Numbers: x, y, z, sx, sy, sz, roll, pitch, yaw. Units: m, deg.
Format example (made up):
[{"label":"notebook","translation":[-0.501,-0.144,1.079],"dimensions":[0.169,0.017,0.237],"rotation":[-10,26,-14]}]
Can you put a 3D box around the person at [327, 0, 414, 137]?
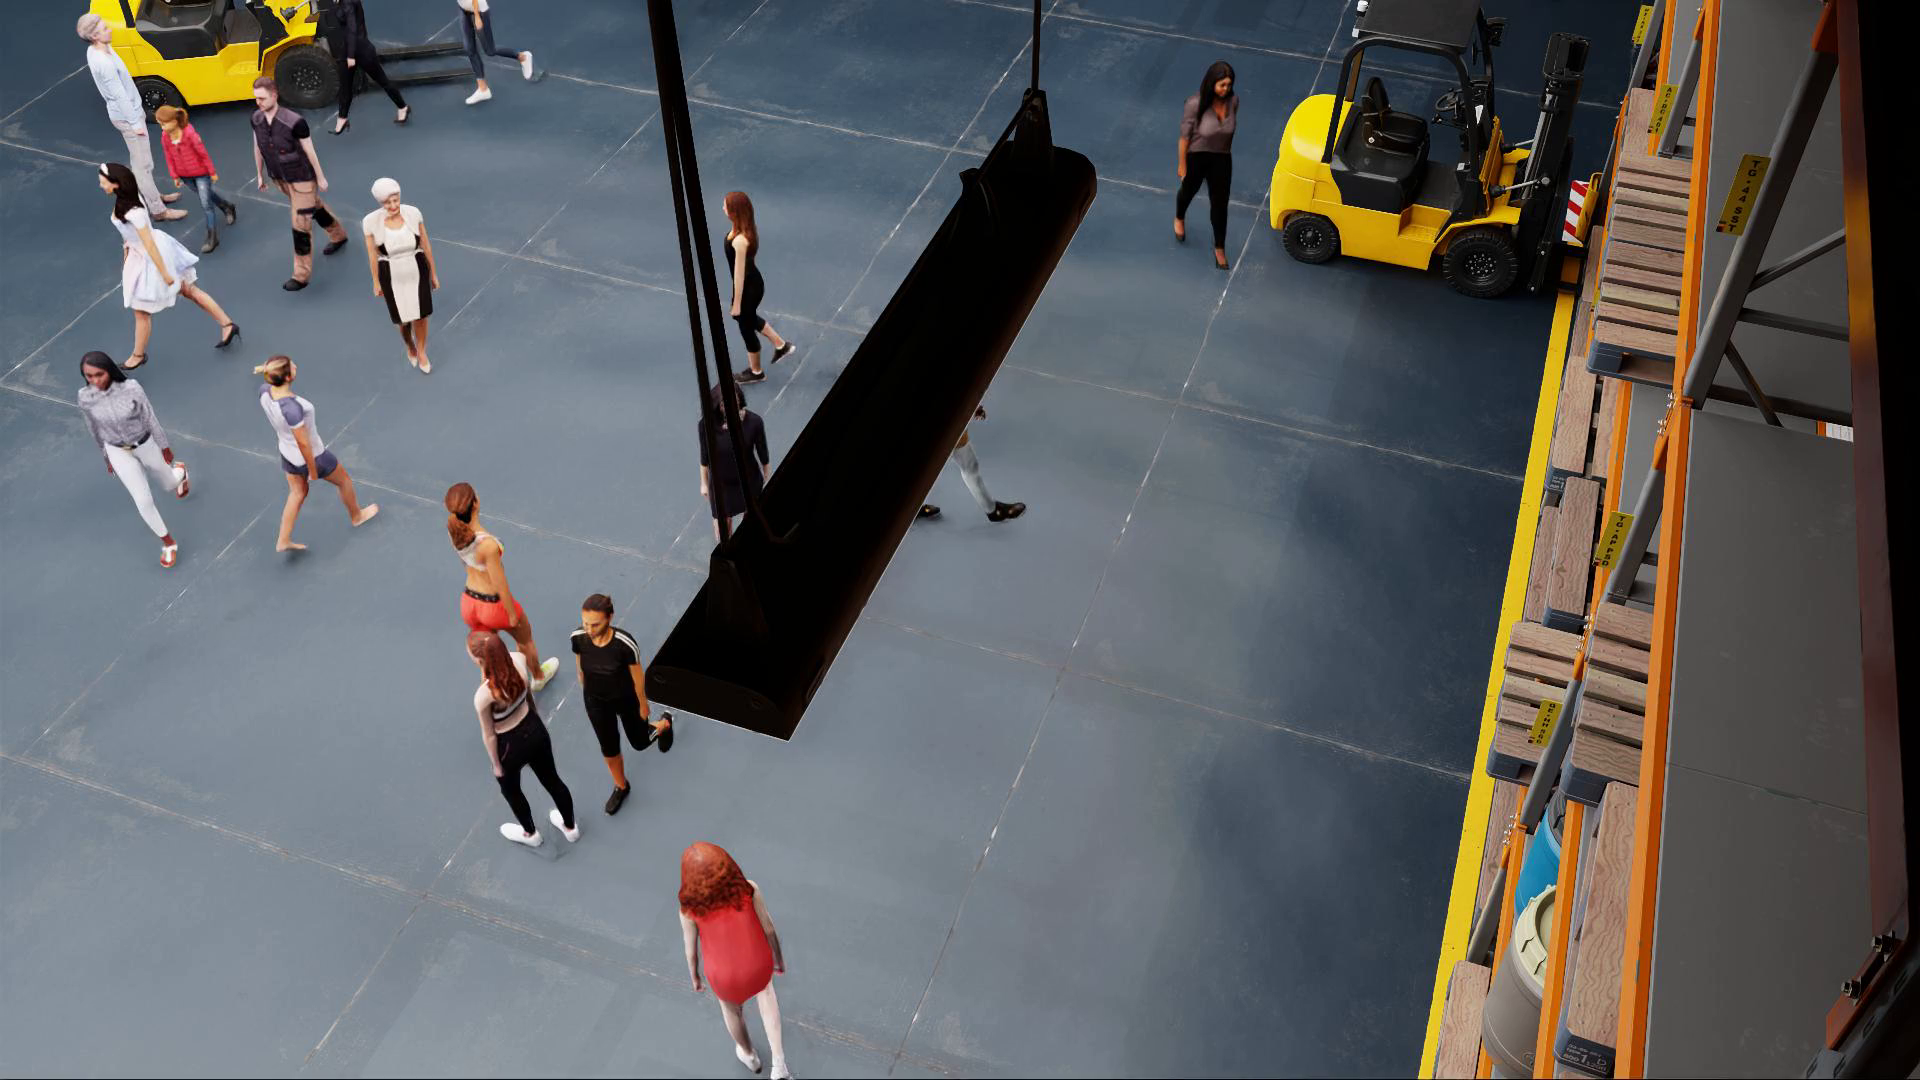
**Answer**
[{"label":"person","translation":[-5.554,-4.587,15.602],"dimensions":[1.120,1.657,0.994],"rotation":[-24,48,-23]}]

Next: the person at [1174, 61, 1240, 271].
[{"label":"person","translation":[2.037,-3.249,14.101],"dimensions":[1.076,1.791,1.245],"rotation":[-9,44,-9]}]

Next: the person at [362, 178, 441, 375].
[{"label":"person","translation":[-4.328,-2.076,12.911],"dimensions":[0.805,1.734,0.870],"rotation":[-18,47,-18]}]

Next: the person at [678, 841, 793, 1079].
[{"label":"person","translation":[-1.089,2.215,8.360],"dimensions":[0.882,1.797,0.951],"rotation":[-13,45,-13]}]

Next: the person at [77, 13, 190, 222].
[{"label":"person","translation":[-7.247,-3.684,14.483],"dimensions":[0.799,1.894,0.744],"rotation":[-19,47,-19]}]

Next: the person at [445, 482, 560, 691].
[{"label":"person","translation":[-2.914,0.470,10.226],"dimensions":[0.671,1.751,0.910],"rotation":[27,50,26]}]

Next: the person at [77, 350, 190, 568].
[{"label":"person","translation":[-5.649,-0.652,11.440],"dimensions":[0.947,1.700,1.119],"rotation":[-8,44,-8]}]

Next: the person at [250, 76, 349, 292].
[{"label":"person","translation":[-5.494,-3.062,13.908],"dimensions":[0.730,1.786,1.179],"rotation":[16,46,17]}]

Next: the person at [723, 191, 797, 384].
[{"label":"person","translation":[-1.543,-1.913,12.752],"dimensions":[0.791,1.716,0.784],"rotation":[-2,44,-2]}]

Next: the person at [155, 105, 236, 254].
[{"label":"person","translation":[-6.601,-3.210,14.425],"dimensions":[0.664,1.286,0.969],"rotation":[3,44,3]}]

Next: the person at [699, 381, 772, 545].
[{"label":"person","translation":[-1.493,-0.411,11.122],"dimensions":[0.747,1.790,0.764],"rotation":[-4,44,-4]}]

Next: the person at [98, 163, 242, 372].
[{"label":"person","translation":[-6.166,-2.144,12.967],"dimensions":[1.251,1.755,1.158],"rotation":[-20,47,-20]}]

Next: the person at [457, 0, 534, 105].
[{"label":"person","translation":[-4.615,-5.133,16.086],"dimensions":[0.903,1.781,1.112],"rotation":[33,53,30]}]

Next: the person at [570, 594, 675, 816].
[{"label":"person","translation":[-2.009,0.885,9.859],"dimensions":[0.610,1.656,0.913],"rotation":[12,45,12]}]

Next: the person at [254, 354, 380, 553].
[{"label":"person","translation":[-4.575,-0.555,11.419],"dimensions":[0.770,1.588,1.069],"rotation":[26,49,24]}]

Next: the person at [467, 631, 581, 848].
[{"label":"person","translation":[-2.482,1.173,9.500],"dimensions":[0.698,1.734,0.655],"rotation":[25,49,24]}]
